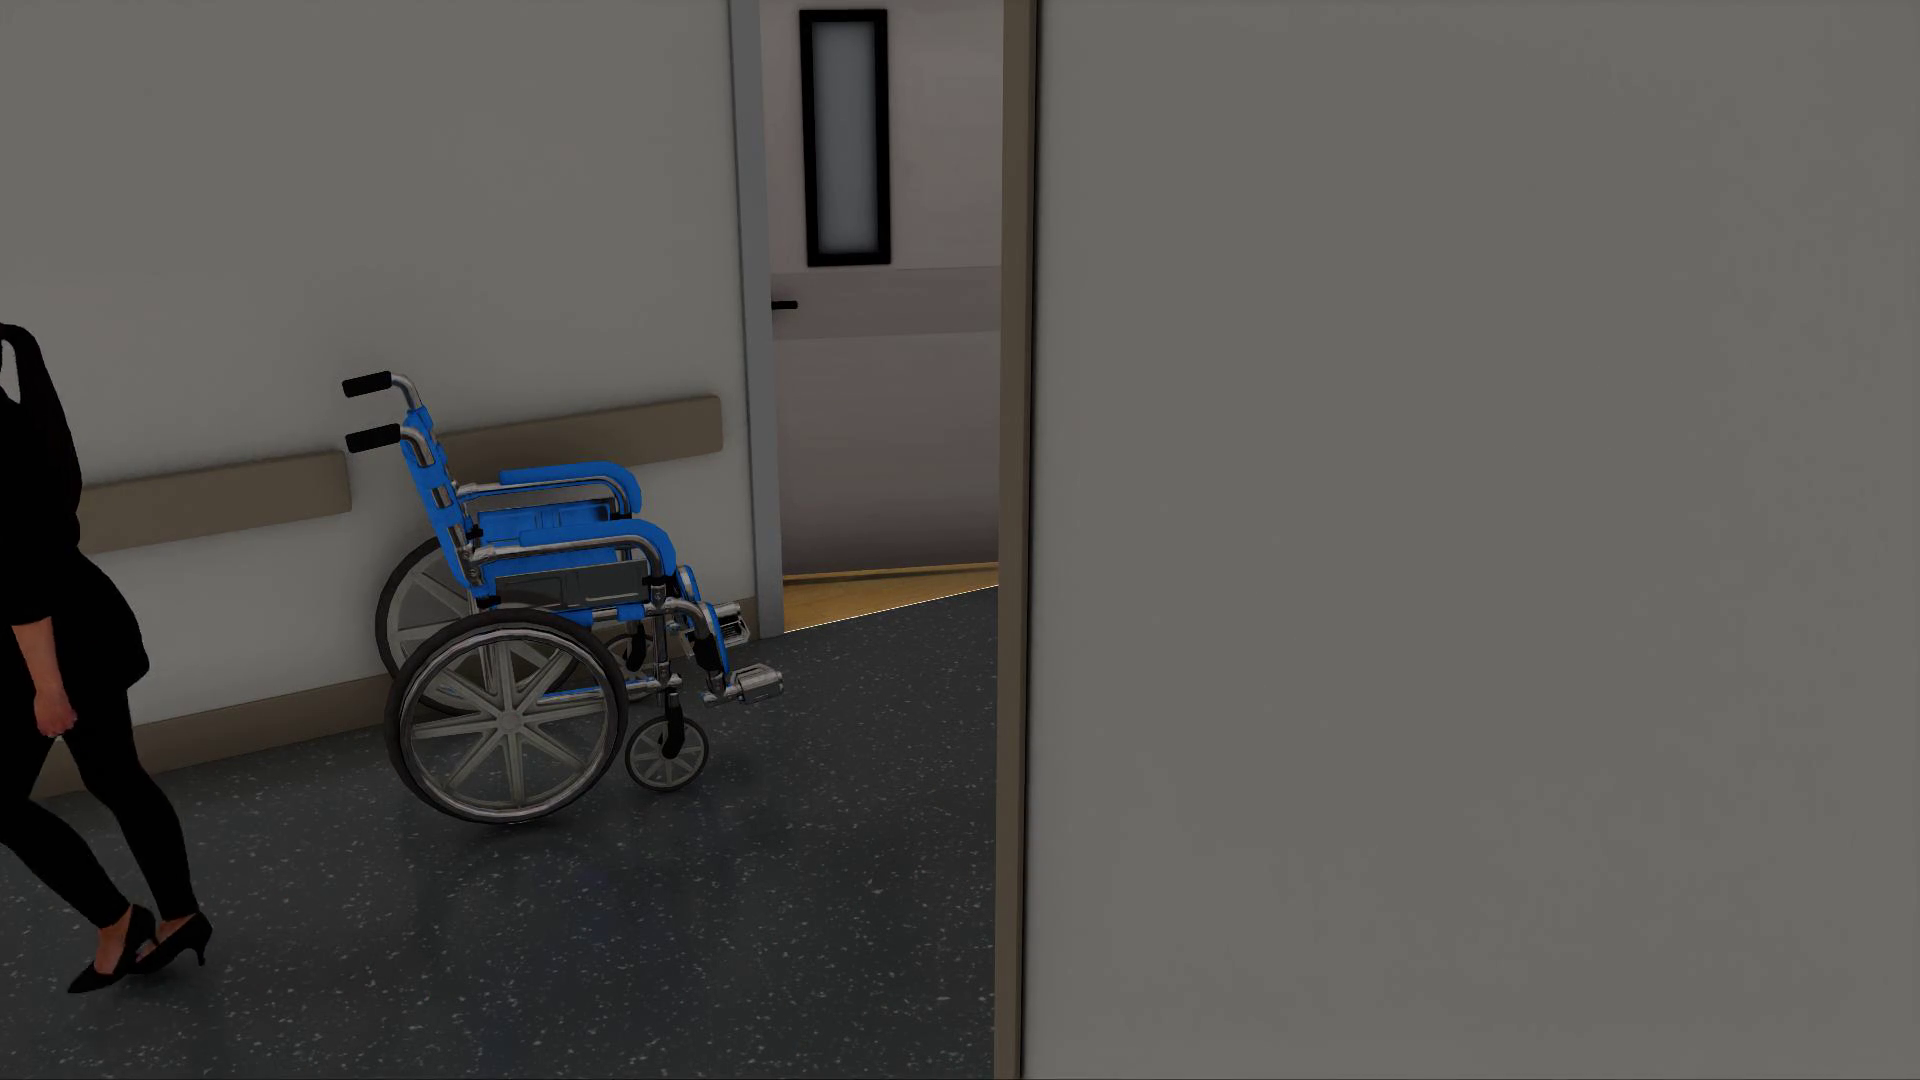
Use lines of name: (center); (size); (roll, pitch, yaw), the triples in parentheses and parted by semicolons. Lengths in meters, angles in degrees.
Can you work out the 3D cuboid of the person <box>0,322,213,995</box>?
person: (-1.890, 0.293, 3.665); (0.731, 1.597, 0.700); (-5, 21, -13)
